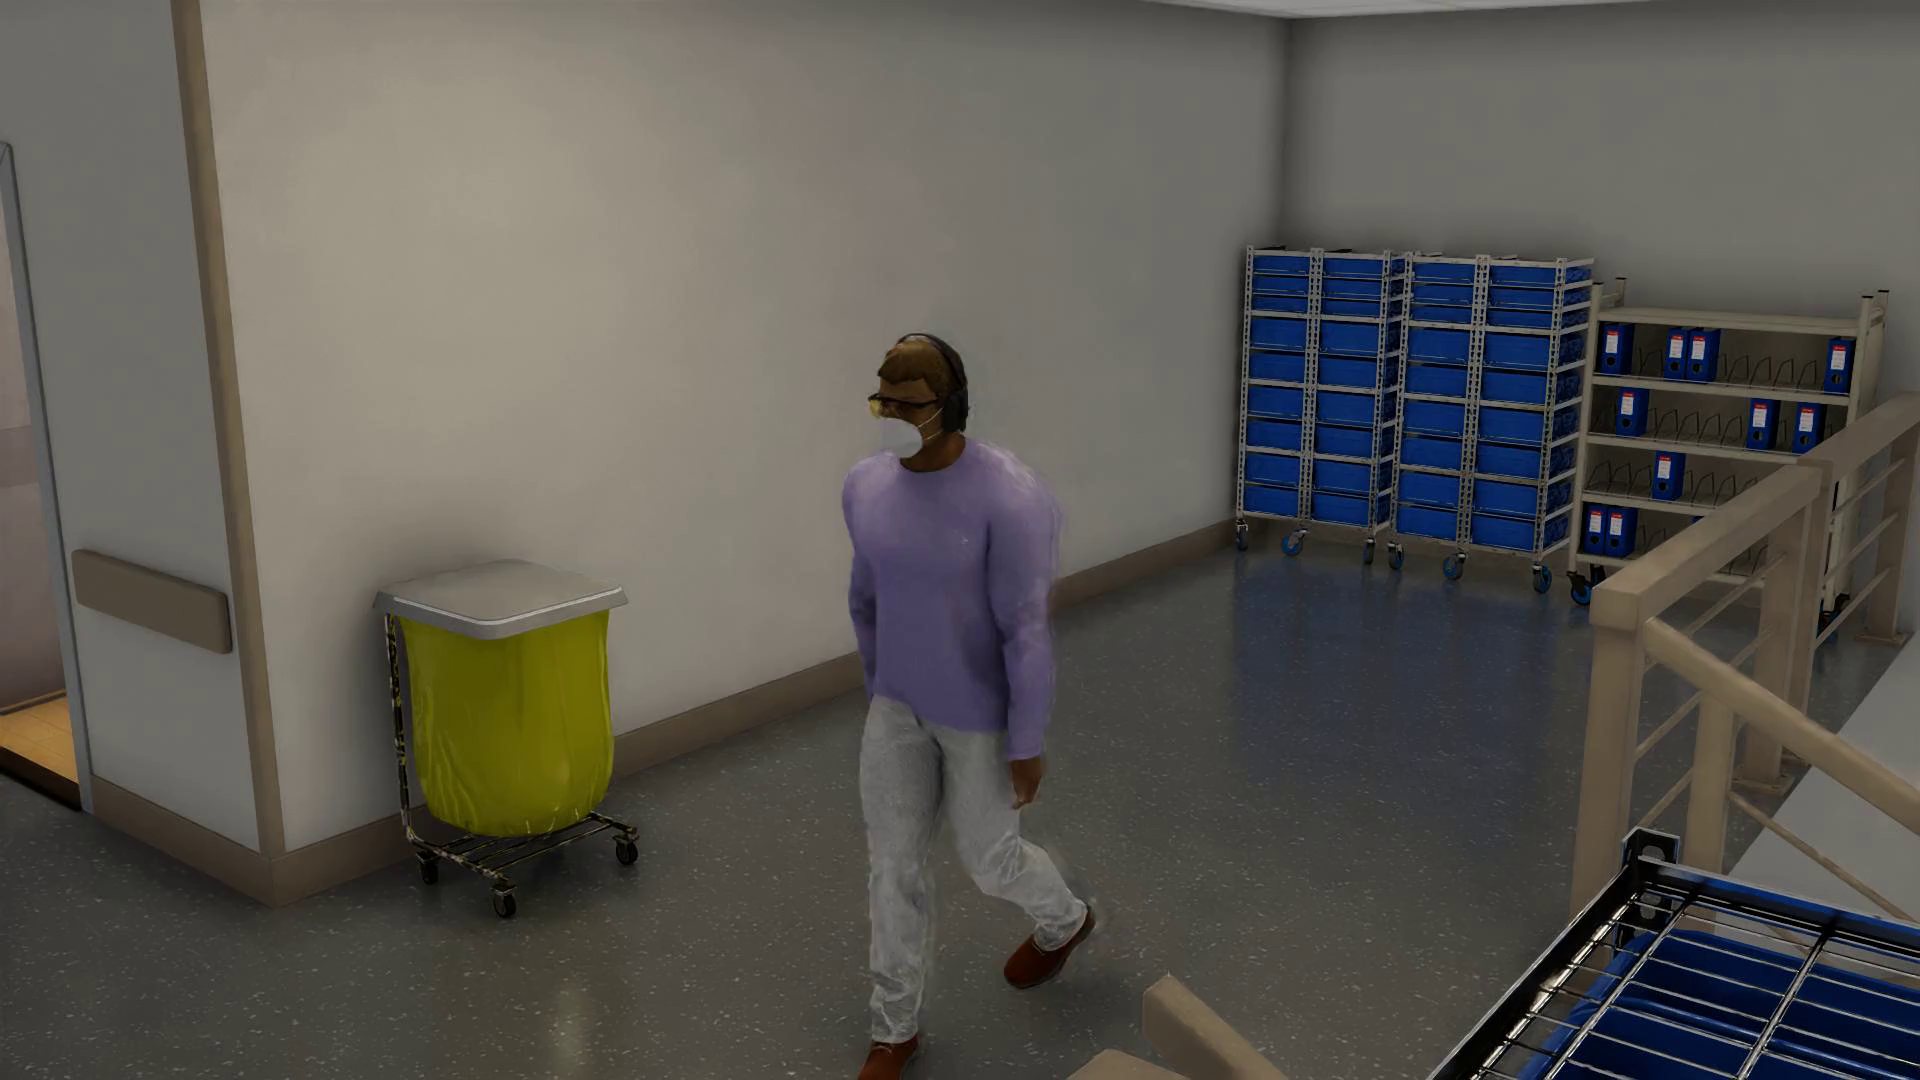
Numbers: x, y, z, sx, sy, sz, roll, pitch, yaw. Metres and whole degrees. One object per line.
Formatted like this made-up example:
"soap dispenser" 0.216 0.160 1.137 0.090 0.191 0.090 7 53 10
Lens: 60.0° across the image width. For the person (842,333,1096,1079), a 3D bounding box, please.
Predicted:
"person" 0.023 0.408 4.220 0.637 1.911 0.807 9 16 33
